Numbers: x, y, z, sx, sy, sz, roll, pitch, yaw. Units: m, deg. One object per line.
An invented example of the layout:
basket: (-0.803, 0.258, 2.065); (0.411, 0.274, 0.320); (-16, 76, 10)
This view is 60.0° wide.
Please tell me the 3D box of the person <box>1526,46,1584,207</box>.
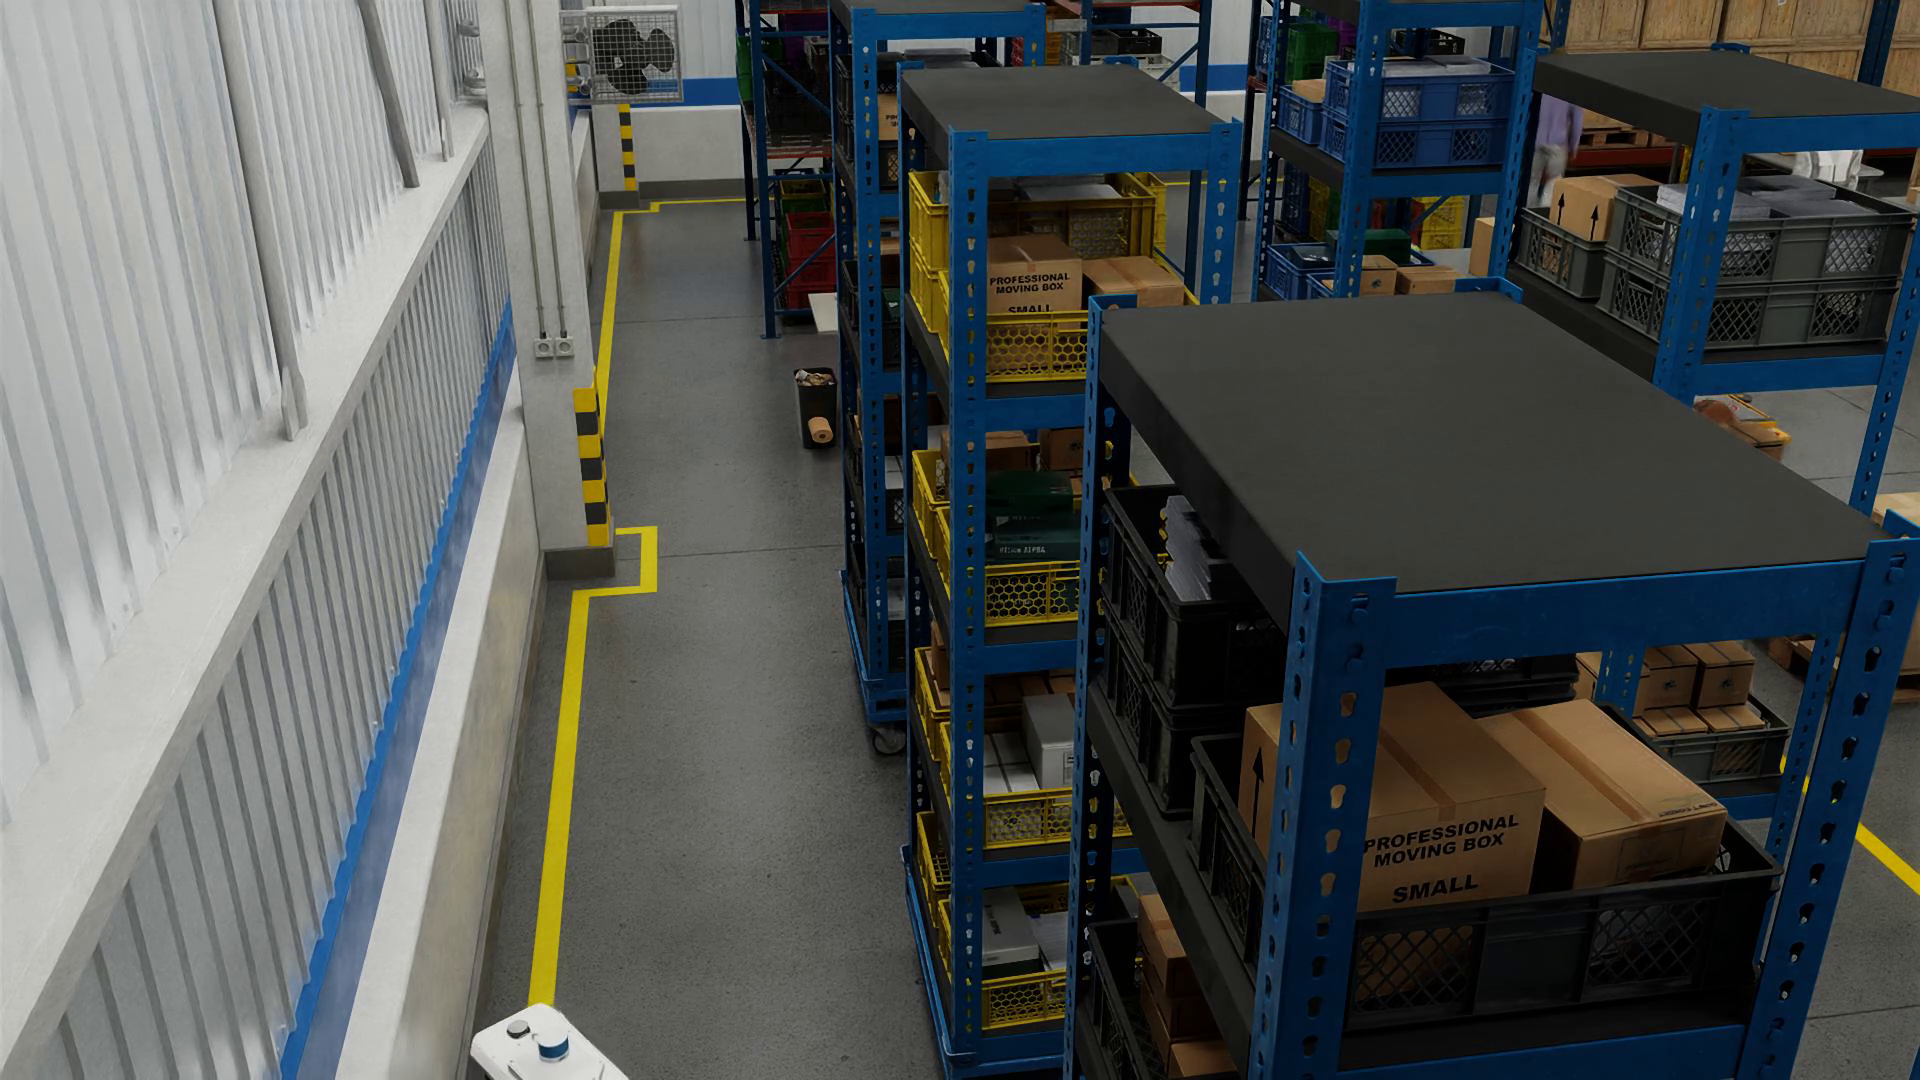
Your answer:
person: (6.072, -4.107, 17.223); (0.658, 1.927, 0.477); (13, 28, 27)

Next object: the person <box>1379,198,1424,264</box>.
person: (2.981, -1.491, 11.641); (0.429, 1.844, 0.627); (-17, 30, -32)

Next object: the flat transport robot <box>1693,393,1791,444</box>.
flat transport robot: (5.224, -0.859, 12.132); (1.431, 0.197, 0.652); (-4, 25, -8)

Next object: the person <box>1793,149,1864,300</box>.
person: (7.622, -2.935, 14.746); (0.567, 1.875, 0.353); (1, 25, 2)

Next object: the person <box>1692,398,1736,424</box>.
person: (3.807, 0.086, 8.525); (0.510, 1.579, 0.871); (1, 25, 1)

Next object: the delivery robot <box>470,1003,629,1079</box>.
delivery robot: (-1.377, 1.891, 5.711); (0.477, 0.478, 0.707); (-21, 32, -38)
